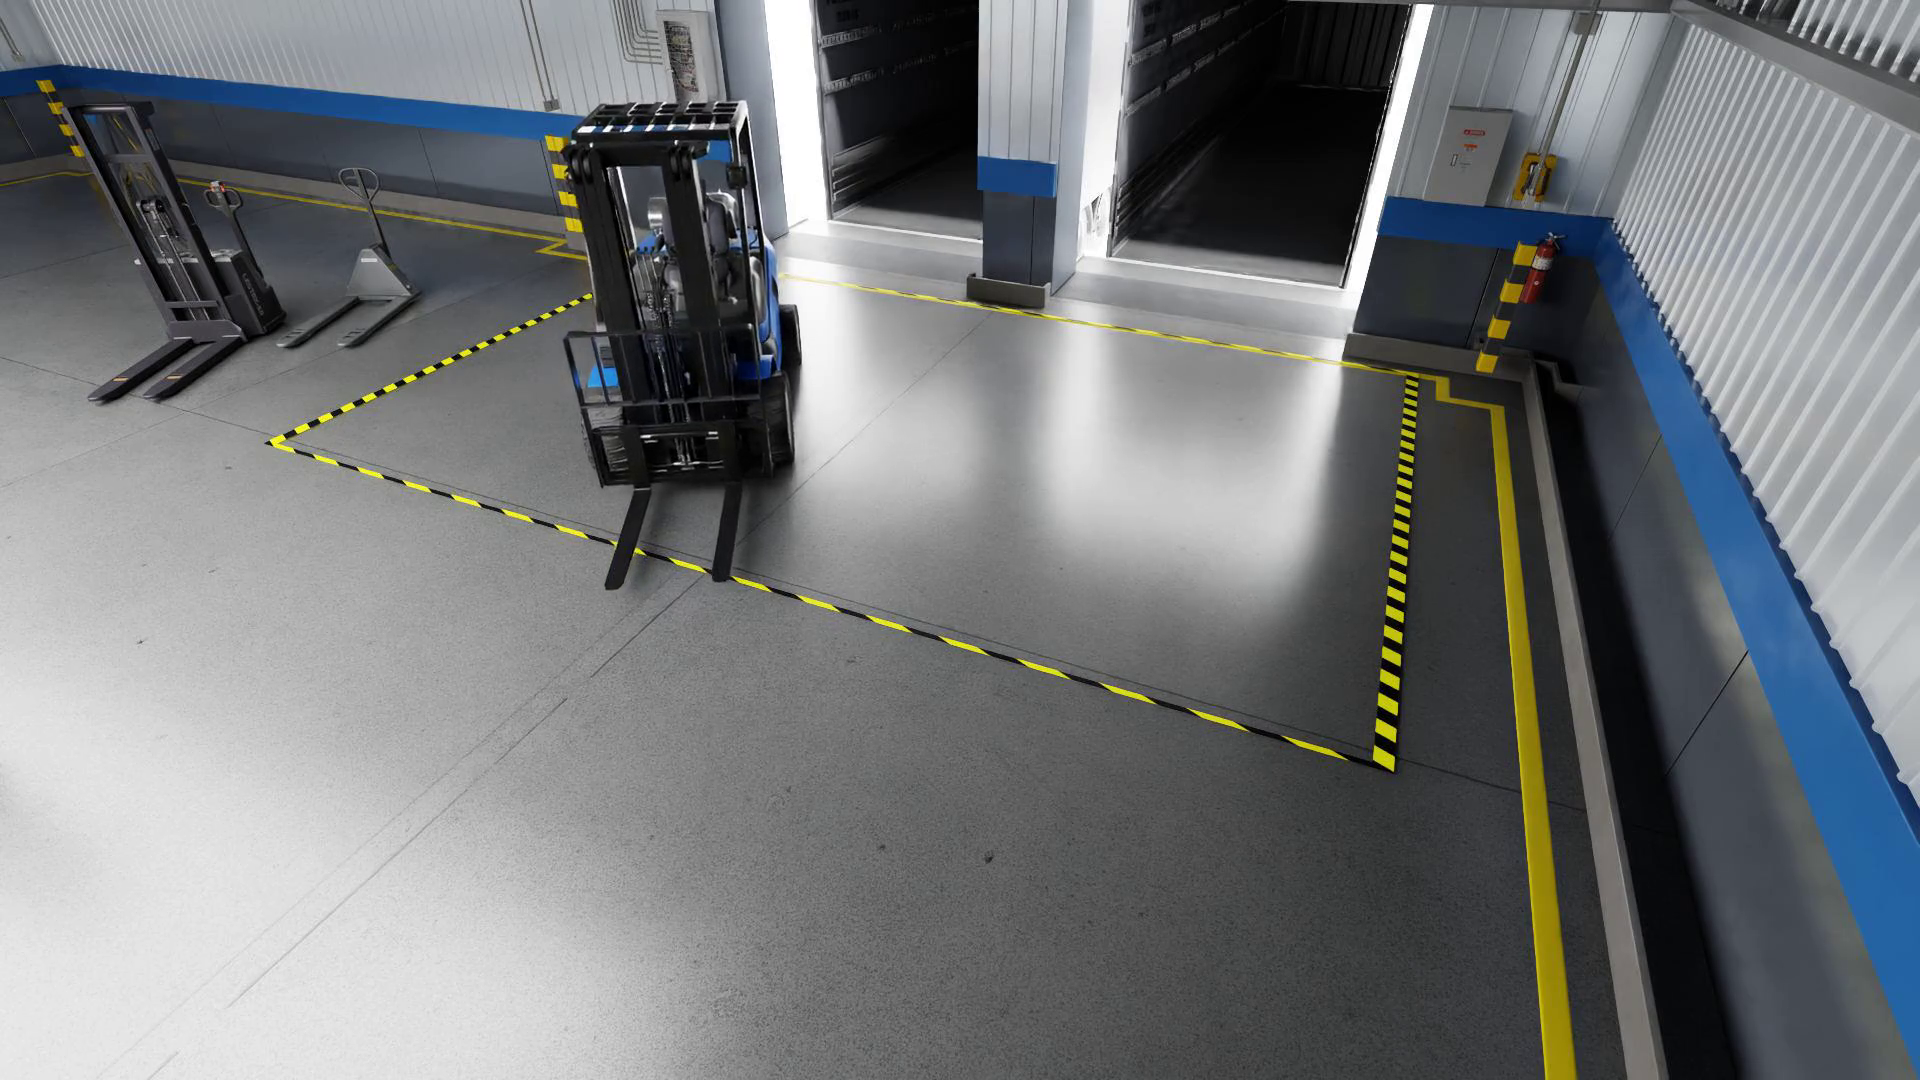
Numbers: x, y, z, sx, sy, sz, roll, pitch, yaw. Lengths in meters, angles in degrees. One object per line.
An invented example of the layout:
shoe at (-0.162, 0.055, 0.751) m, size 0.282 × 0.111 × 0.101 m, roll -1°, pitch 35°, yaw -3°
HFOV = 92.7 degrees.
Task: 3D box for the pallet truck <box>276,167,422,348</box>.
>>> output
pallet truck at (-5.732, -2.611, 8.414) m, size 0.680 × 1.201 × 1.601 m, roll -1°, pitch 35°, yaw -1°

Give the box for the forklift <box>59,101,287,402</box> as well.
forklift at (-6.686, -2.387, 7.434) m, size 0.823 × 1.965 × 1.885 m, roll -3°, pitch 35°, yaw -5°

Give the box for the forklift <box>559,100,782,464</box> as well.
forklift at (-1.934, -1.941, 6.485) m, size 1.157 × 2.036 × 2.680 m, roll -4°, pitch 35°, yaw -6°
